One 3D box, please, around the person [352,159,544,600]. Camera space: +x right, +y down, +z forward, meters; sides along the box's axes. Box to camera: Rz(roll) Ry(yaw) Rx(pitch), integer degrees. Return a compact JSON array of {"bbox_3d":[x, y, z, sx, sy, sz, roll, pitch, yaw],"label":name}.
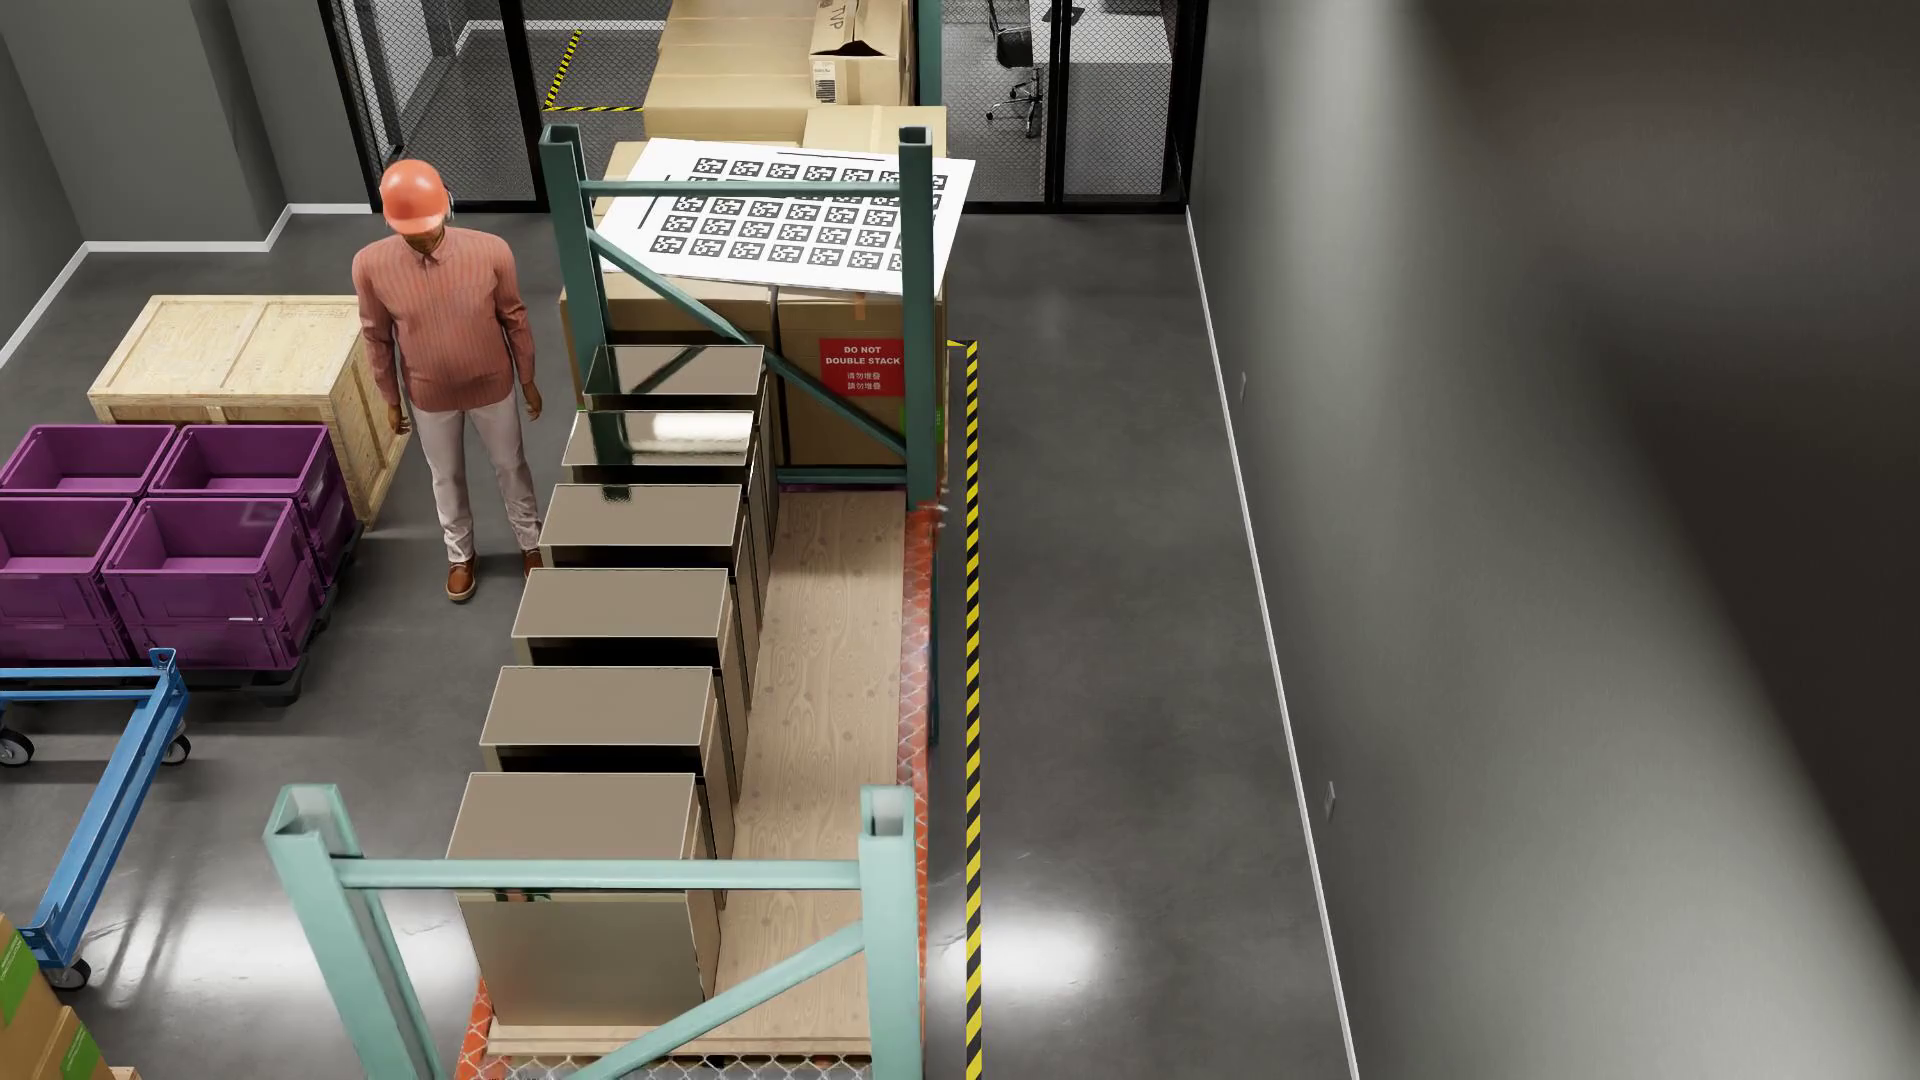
[{"bbox_3d":[-1.964,-0.599,6.530,0.622,1.990,0.399,-9,42,-11],"label":"person"}]
